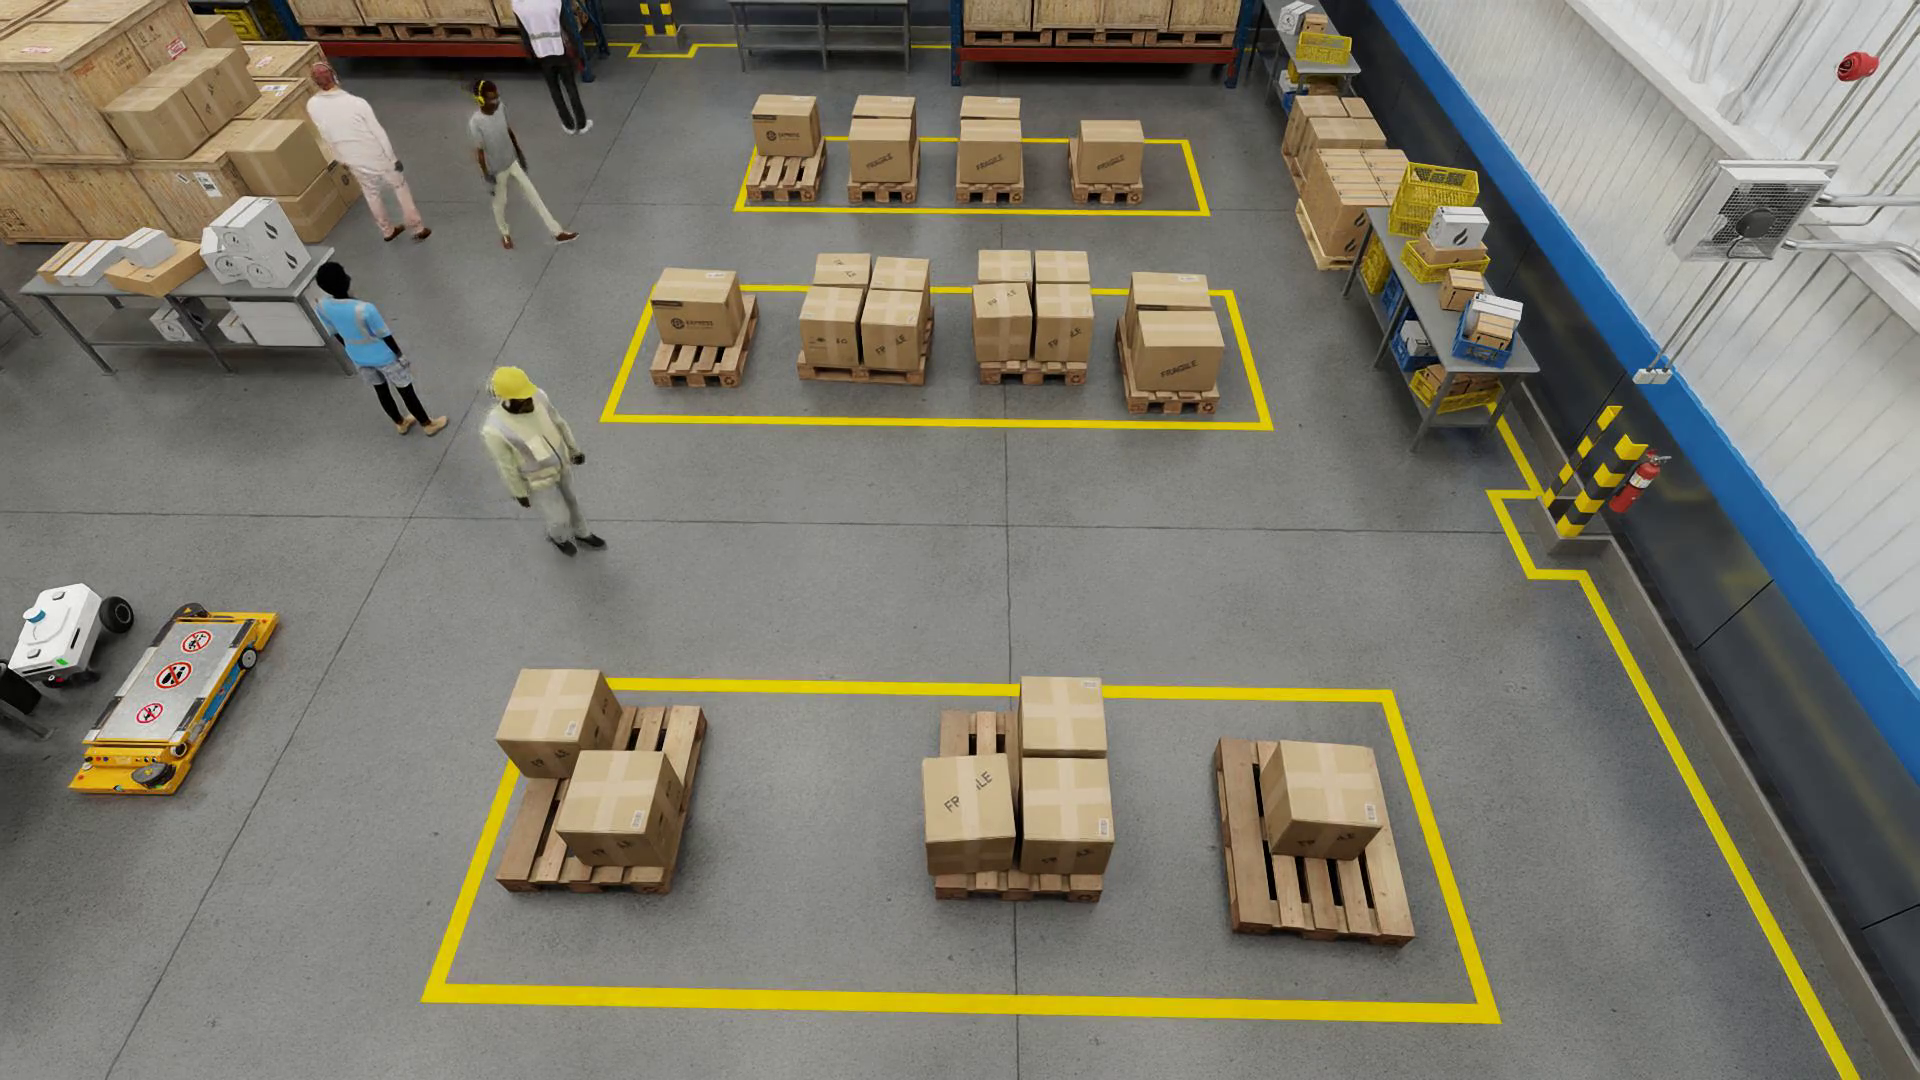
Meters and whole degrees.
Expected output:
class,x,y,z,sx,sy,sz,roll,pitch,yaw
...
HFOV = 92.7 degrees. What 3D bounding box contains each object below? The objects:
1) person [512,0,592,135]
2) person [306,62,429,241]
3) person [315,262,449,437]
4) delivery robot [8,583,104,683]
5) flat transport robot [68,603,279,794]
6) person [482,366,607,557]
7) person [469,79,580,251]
class,x,y,z,sx,sy,sz,roll,pitch,yaw
person,-5.065,-6.050,11.411,0.620,1.904,0.411,-15,51,-12
person,-6.318,-4.075,9.748,0.663,1.885,0.395,-2,50,-2
person,-4.937,-1.568,7.746,0.536,1.696,0.322,7,50,6
delivery robot,-6.447,0.662,6.545,0.477,0.478,0.707,-13,51,-10
flat transport robot,-5.504,1.072,6.442,0.652,0.197,1.431,1,50,1
person,-3.068,-0.548,6.800,0.412,1.818,0.625,16,52,13
person,-4.752,-3.912,9.662,0.961,1.809,0.640,19,52,15
